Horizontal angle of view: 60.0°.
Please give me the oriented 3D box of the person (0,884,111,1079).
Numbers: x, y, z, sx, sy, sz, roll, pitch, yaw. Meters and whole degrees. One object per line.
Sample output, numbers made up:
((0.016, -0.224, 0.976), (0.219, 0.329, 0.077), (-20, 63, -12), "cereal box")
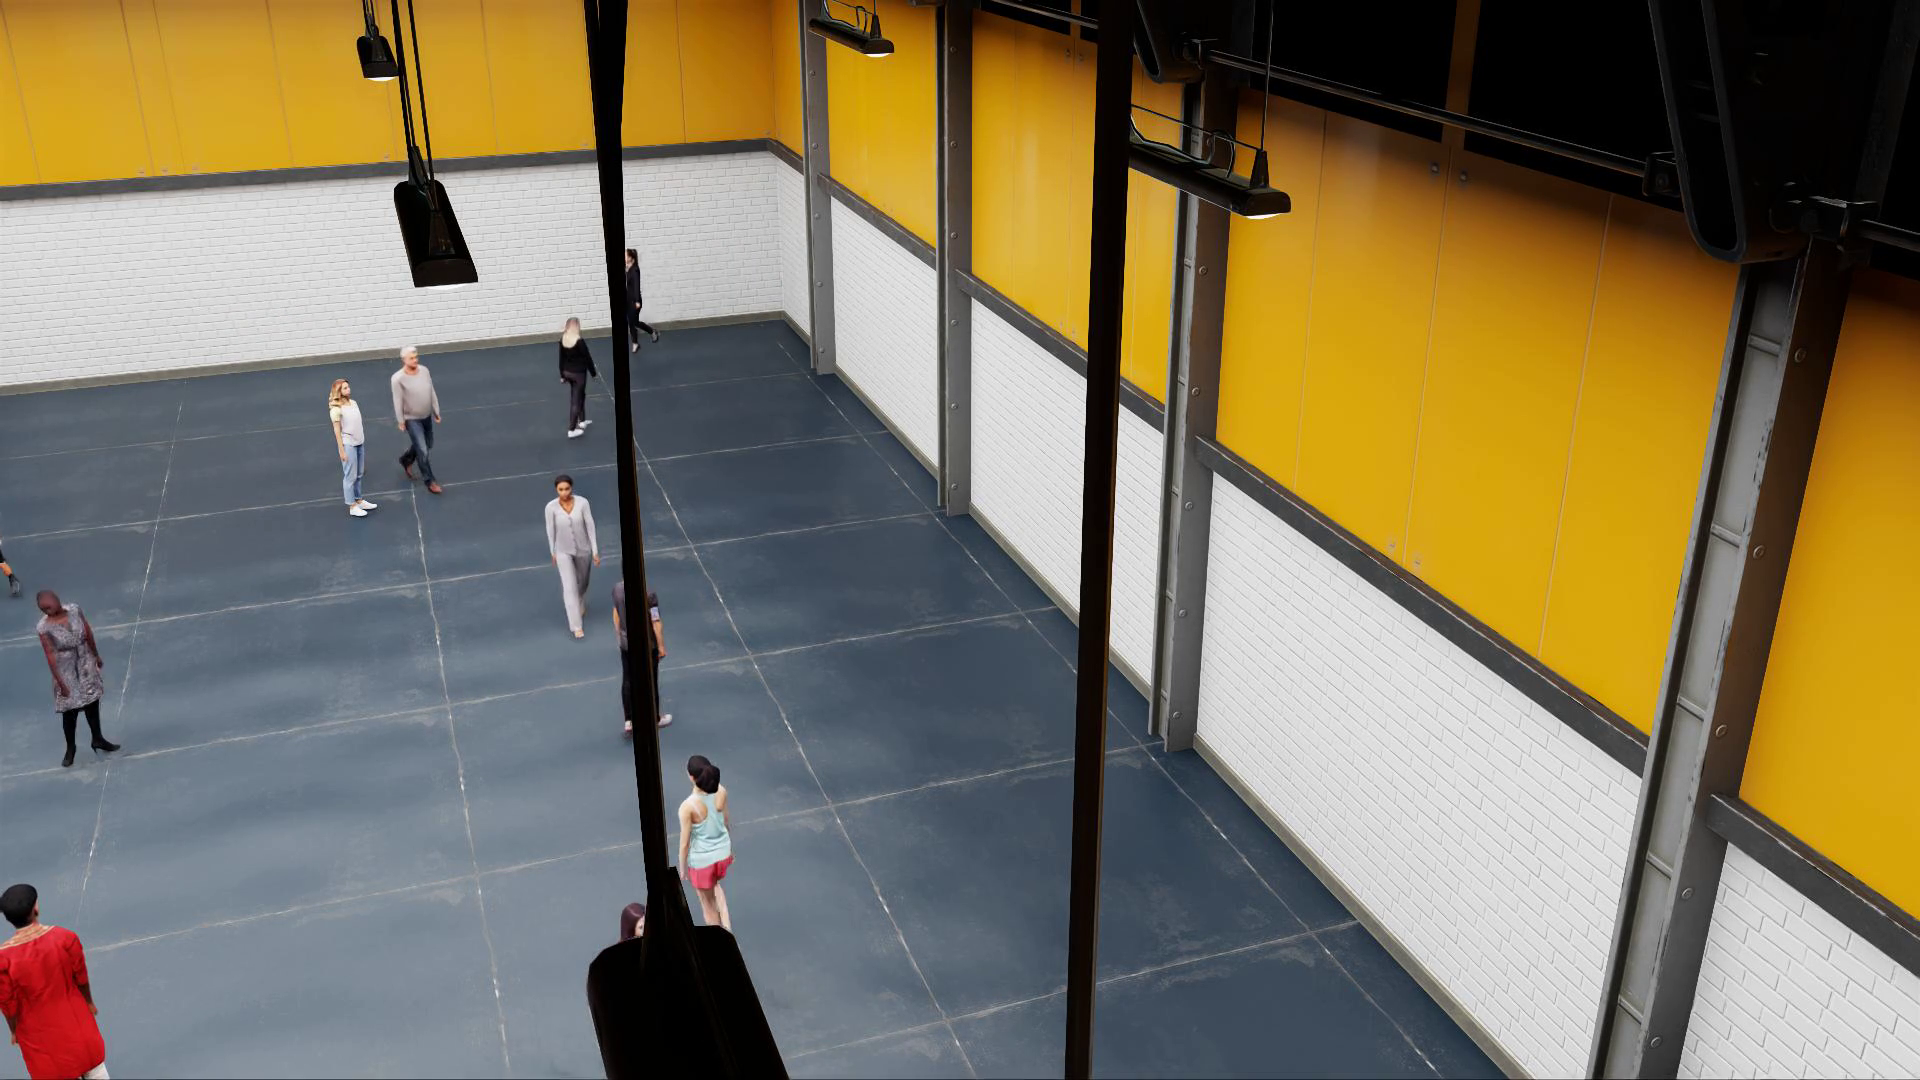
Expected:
((-5.761, 3.020, 10.576), (0.753, 1.879, 0.717), (-17, 29, -34), "person")

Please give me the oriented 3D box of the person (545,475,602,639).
((-4.078, 0.085, 17.512), (0.662, 1.703, 1.121), (-10, 25, -21), "person")

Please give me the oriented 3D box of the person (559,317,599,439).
((-5.328, -2.195, 22.772), (0.864, 1.666, 0.897), (14, 27, 29), "person")

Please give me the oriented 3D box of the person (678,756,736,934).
((-1.787, 2.381, 12.194), (0.724, 1.756, 0.782), (-21, 31, -39), "person")

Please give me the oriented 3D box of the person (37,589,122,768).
((-7.914, 1.170, 14.956), (0.853, 1.762, 0.773), (3, 24, 7), "person")

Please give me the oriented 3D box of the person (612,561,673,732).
((-2.996, 0.962, 15.426), (0.750, 1.766, 0.798), (8, 25, 19), "person")

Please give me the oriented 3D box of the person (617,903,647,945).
((-2.117, 3.046, 10.900), (1.064, 1.573, 0.969), (12, 26, 26), "person")

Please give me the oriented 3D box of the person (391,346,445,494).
((-6.915, -1.554, 21.030), (1.274, 1.888, 1.144), (15, 28, 30), "person")

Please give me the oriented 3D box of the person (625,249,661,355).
((-5.096, -3.784, 26.367), (0.710, 1.699, 0.743), (-13, 27, -27), "person")

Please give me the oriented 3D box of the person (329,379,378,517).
((-7.438, -1.140, 20.289), (0.773, 1.723, 0.657), (4, 24, 9), "person")
